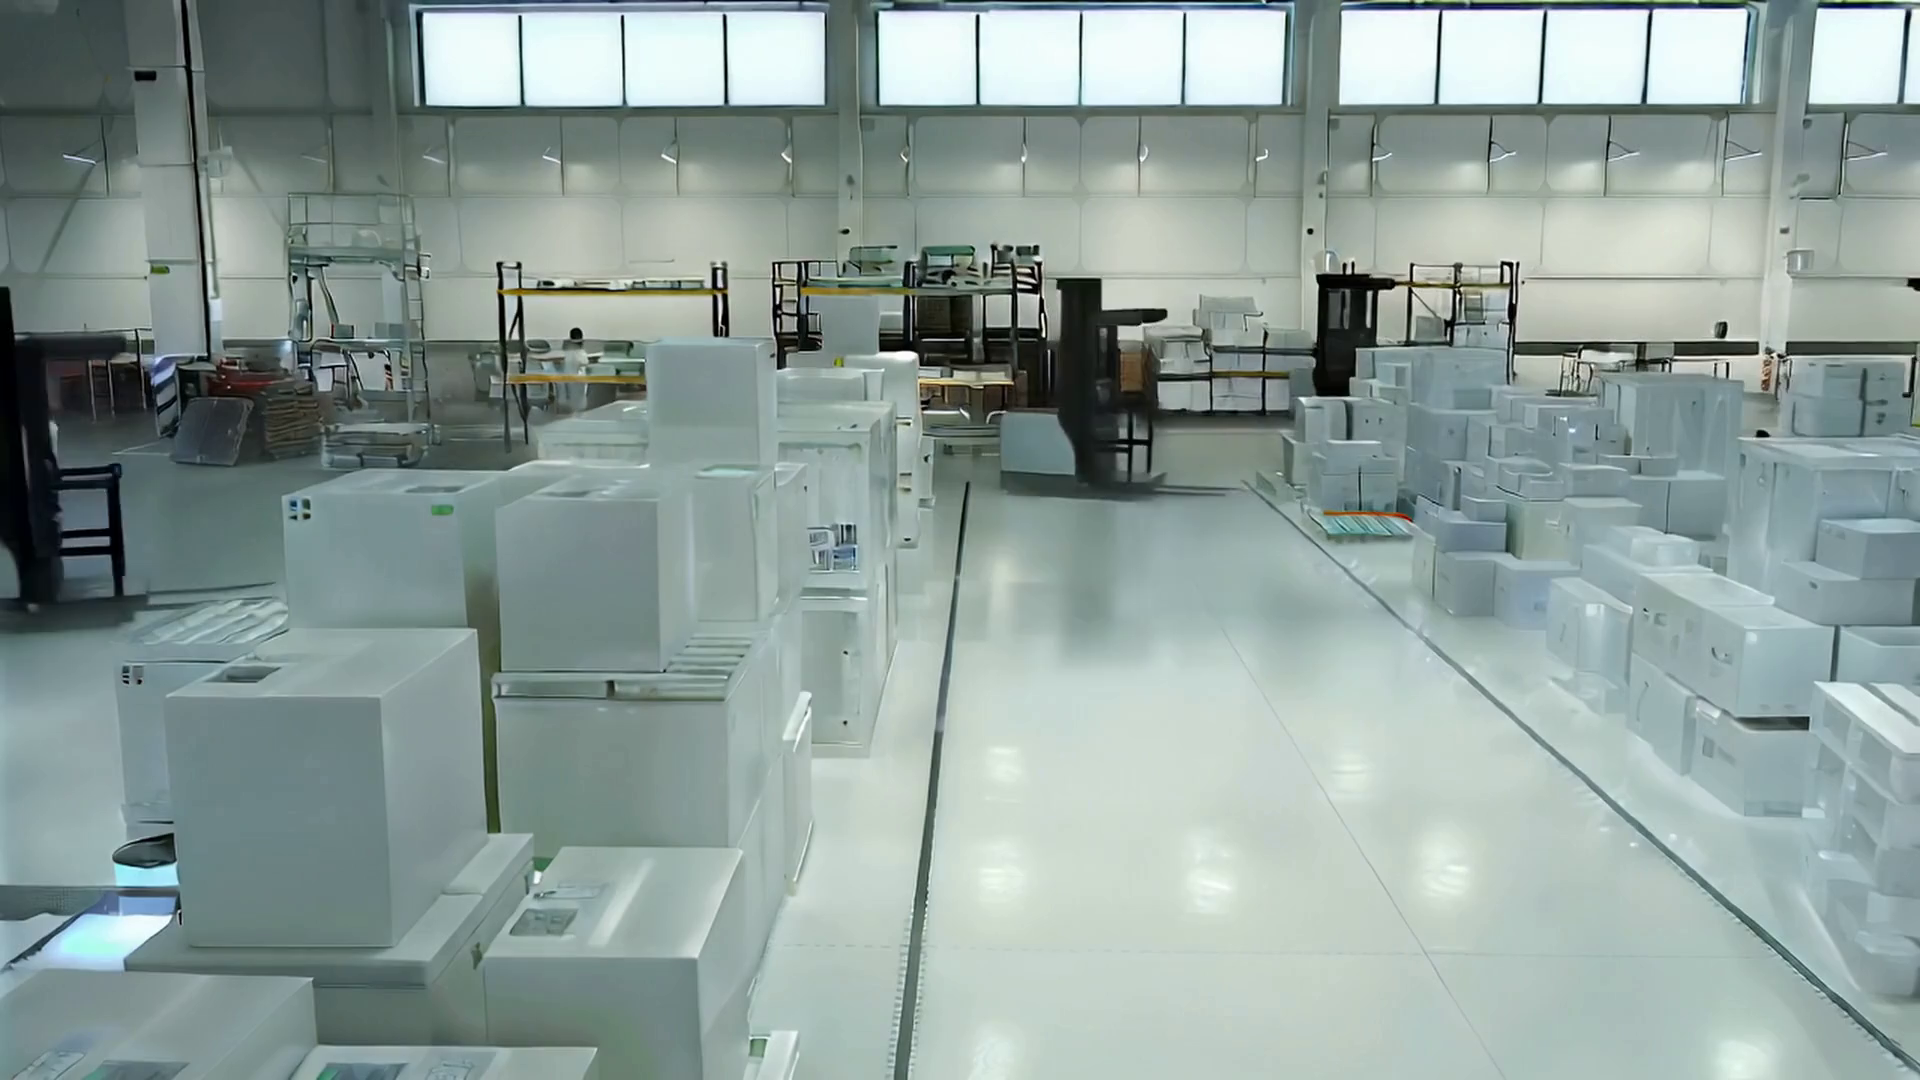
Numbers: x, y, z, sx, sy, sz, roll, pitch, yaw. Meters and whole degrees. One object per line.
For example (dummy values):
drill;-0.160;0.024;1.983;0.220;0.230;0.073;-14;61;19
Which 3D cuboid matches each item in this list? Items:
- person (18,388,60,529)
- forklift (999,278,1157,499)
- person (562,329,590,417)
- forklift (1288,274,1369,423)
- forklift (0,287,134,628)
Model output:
person;-8.502;-0.430;15.128;0.657;1.892;0.917;-7;12;-35
forklift;1.548;-2.011;21.679;1.873;2.768;1.129;4;10;21
person;-6.328;-2.522;27.559;0.354;1.939;0.545;4;10;22
forklift;6.970;-3.491;30.548;1.129;2.768;1.873;-3;10;-19
forklift;-7.992;-0.693;13.784;1.873;2.768;1.129;-4;10;-24
